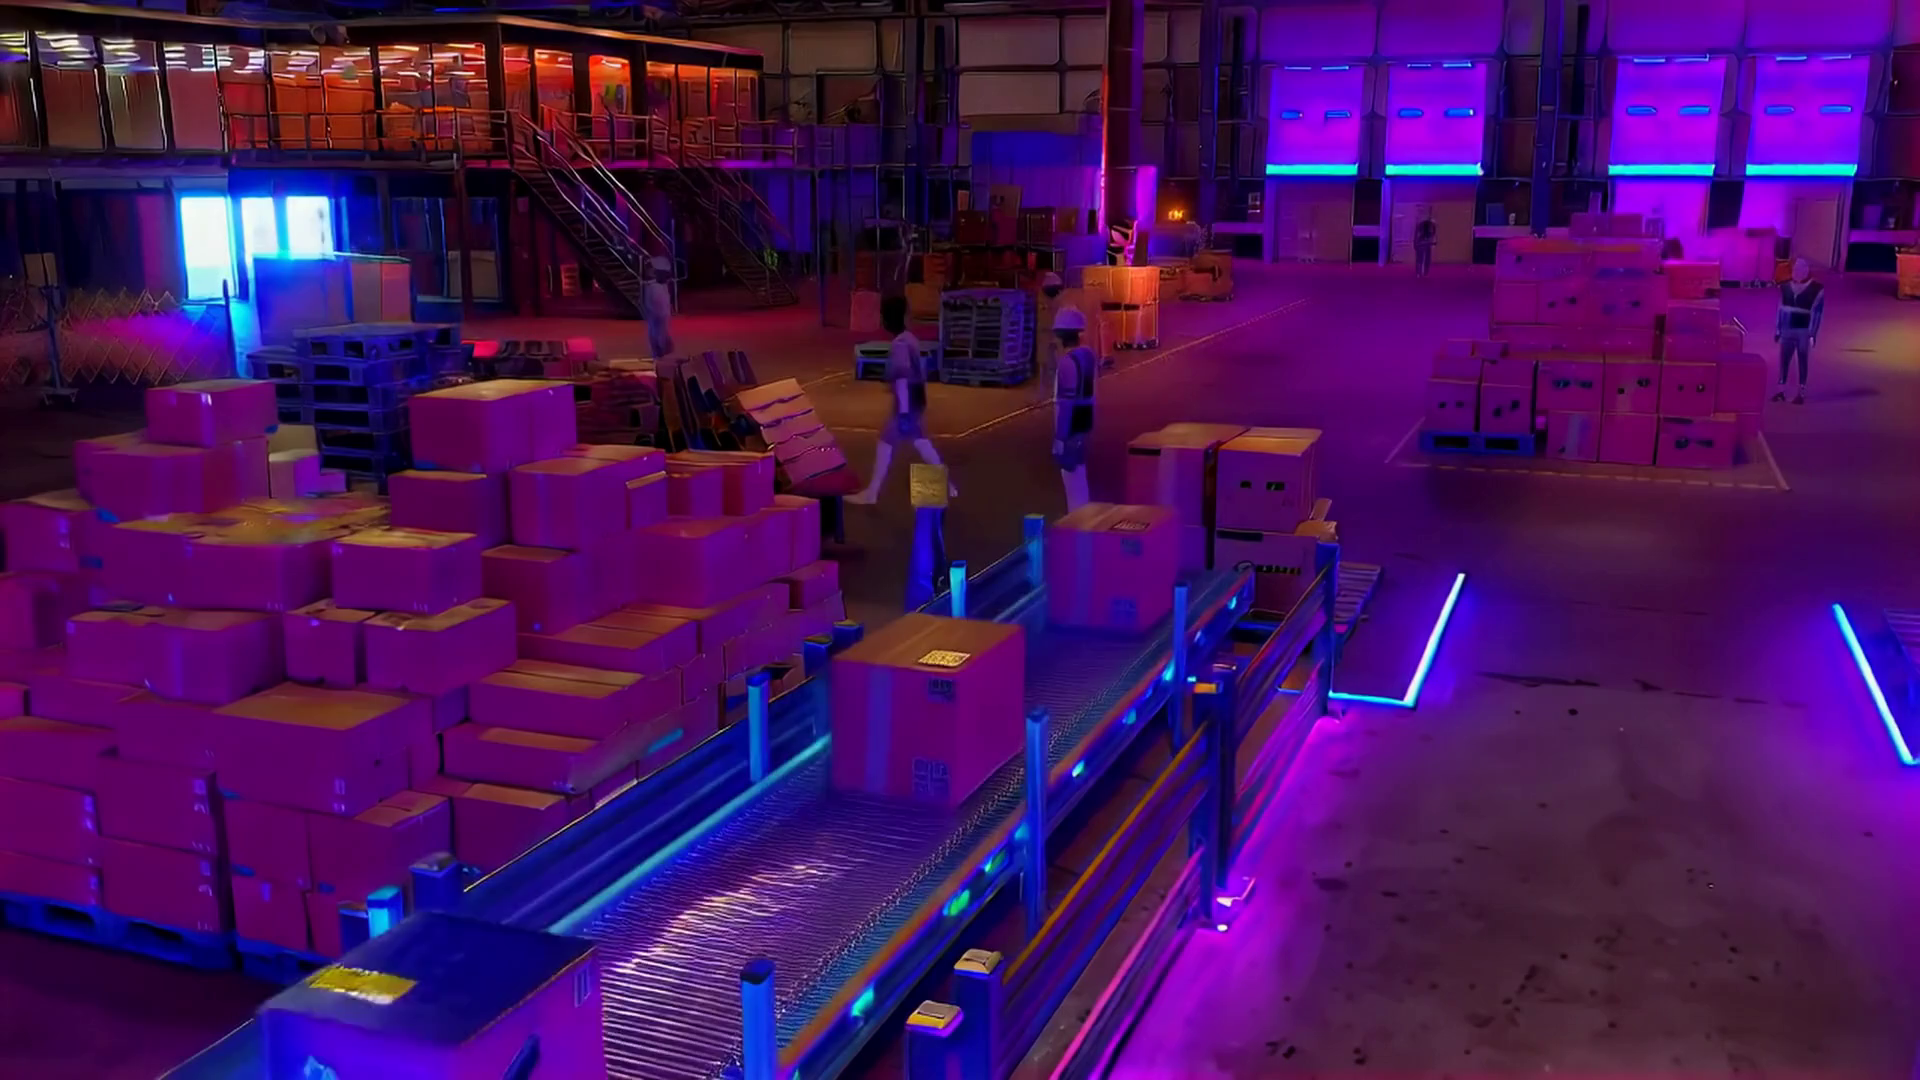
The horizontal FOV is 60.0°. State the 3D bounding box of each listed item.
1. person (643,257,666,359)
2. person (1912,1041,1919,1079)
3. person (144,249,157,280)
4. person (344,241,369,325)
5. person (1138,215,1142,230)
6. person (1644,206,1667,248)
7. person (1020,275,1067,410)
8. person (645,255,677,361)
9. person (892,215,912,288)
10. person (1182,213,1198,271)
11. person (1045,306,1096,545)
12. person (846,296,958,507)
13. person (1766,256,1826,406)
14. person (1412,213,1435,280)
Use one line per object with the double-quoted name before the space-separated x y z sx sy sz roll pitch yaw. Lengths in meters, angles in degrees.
"person" -4.074 -2.841 22.225 0.329 1.868 0.512 0 13 -2
"person" 2.197 1.480 3.470 0.517 1.591 0.857 4 13 16
"person" -17.689 -5.803 36.112 0.508 1.602 0.655 0 13 1
"person" -10.017 -4.059 27.763 0.535 1.834 0.538 -2 13 -9
"person" 5.433 -9.488 51.885 0.436 1.928 0.645 -6 14 -24
"person" 19.854 -8.549 47.542 0.618 1.990 0.394 1 13 4
"person" 1.162 -2.438 20.742 0.907 1.715 0.536 6 14 25
"person" -3.870 -2.722 21.542 0.459 1.928 0.593 2 13 9
"person" -1.417 -7.276 42.107 0.491 1.872 0.605 -1 13 -4
"person" 6.856 -8.890 49.679 0.501 1.731 0.418 -1 13 -2
"person" 0.884 -0.912 13.410 0.355 1.938 0.545 5 13 21
"person" -0.490 -1.220 14.870 1.020 1.911 0.615 3 13 14
"person" 10.813 -2.703 21.483 0.392 1.922 0.592 -9 15 -34
"person" 12.692 -8.062 45.698 0.630 1.842 0.429 -4 13 -16
